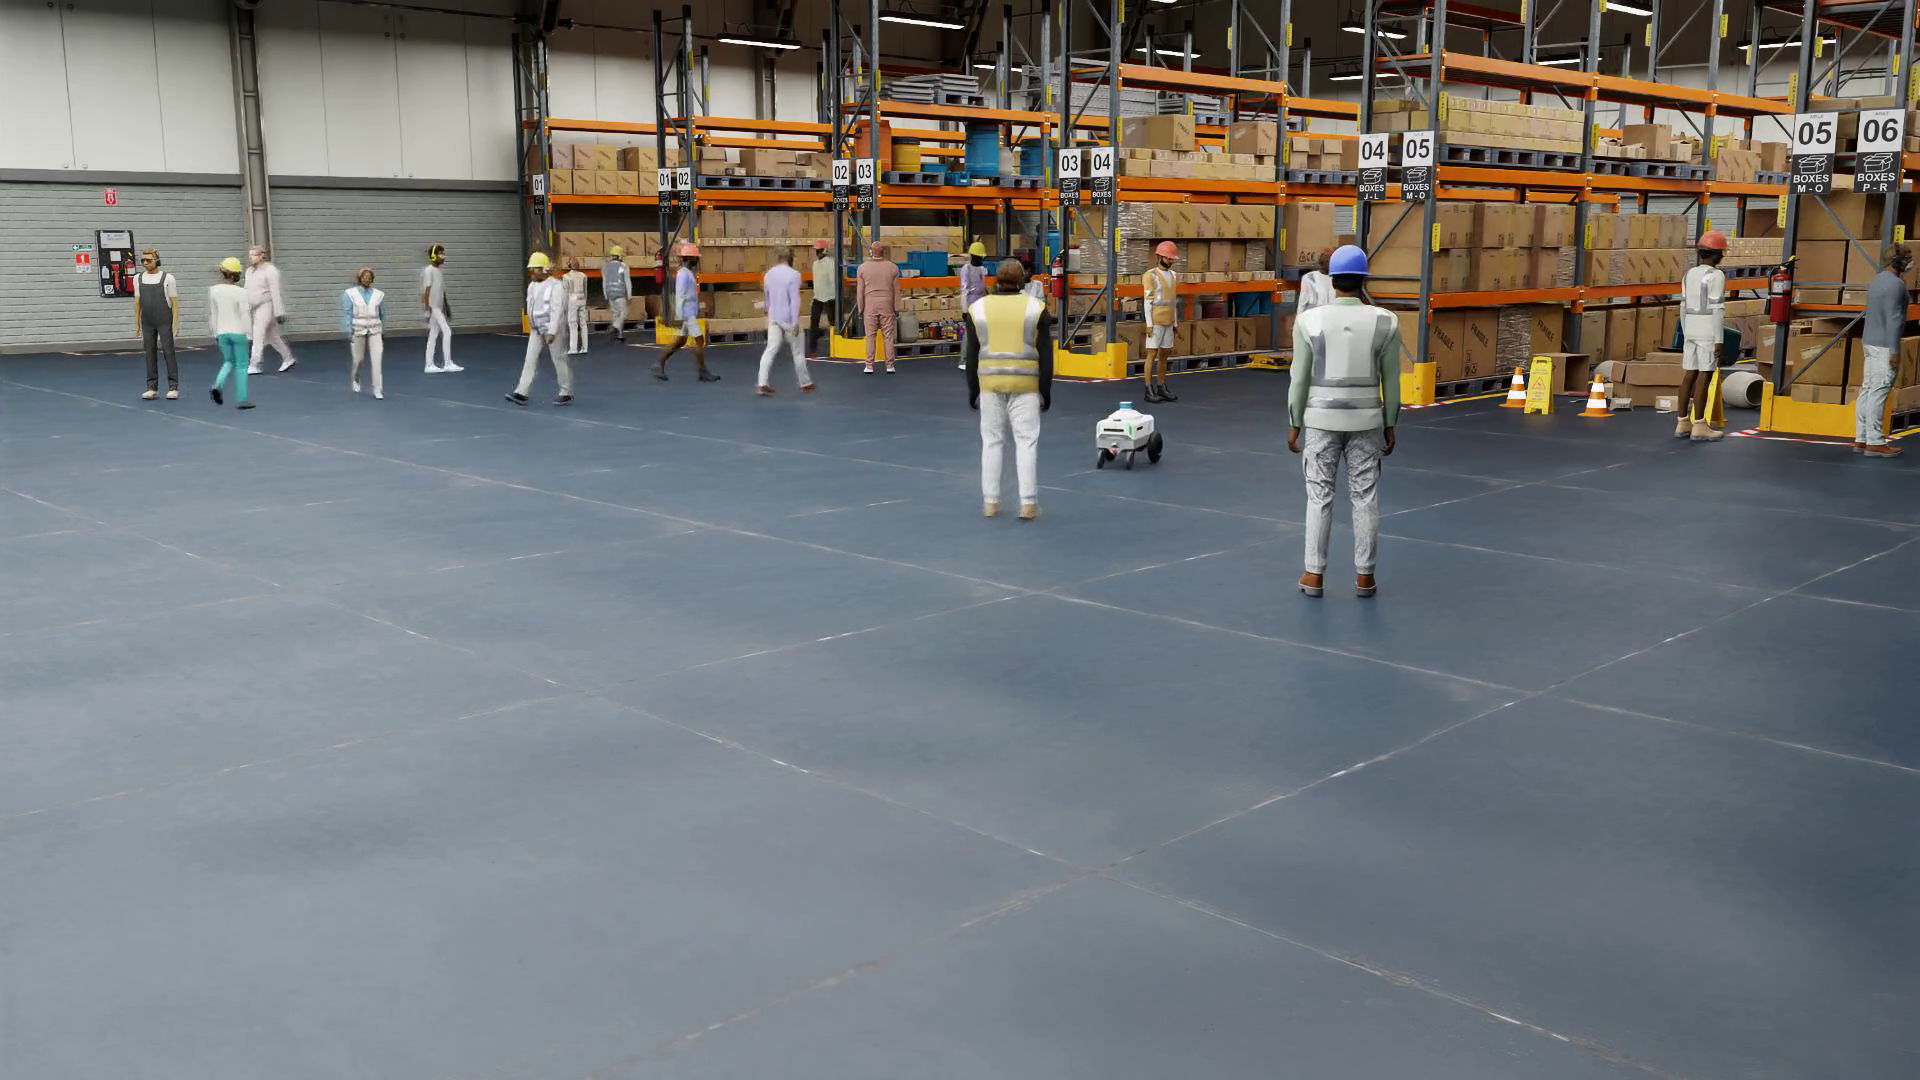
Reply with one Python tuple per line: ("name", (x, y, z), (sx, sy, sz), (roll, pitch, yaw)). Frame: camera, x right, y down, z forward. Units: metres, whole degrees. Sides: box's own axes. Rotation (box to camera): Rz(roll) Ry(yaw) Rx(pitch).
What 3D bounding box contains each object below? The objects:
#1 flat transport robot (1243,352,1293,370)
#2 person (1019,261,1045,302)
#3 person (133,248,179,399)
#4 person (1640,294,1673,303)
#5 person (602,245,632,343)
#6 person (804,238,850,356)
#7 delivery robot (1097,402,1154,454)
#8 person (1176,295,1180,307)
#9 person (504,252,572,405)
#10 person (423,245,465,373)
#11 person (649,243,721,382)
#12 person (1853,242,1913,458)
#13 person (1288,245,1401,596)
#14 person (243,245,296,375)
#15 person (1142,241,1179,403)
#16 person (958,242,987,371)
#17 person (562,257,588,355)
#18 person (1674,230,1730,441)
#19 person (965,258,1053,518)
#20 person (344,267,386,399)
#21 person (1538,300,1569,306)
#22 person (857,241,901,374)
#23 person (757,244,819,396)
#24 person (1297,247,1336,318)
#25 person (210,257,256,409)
("flat transport robot", (4.994, -2.733, 25.275), (1.431, 0.197, 0.652), (-10, 14, -43))
("person", (0.953, -3.201, 23.984), (0.523, 1.647, 0.861), (-3, 11, -17))
("person", (-9.870, -2.654, 20.431), (0.517, 1.844, 0.332), (-1, 10, -5))
("person", (12.773, -4.520, 30.577), (0.644, 1.875, 0.862), (5, 12, 27))
("person", (-6.402, -4.578, 31.020), (0.595, 1.815, 0.546), (4, 11, 19))
("person", (-2.232, -4.108, 28.061), (0.952, 1.965, 0.629), (-10, 14, -43))
("delivery robot", (1.460, -0.976, 14.664), (0.477, 0.478, 0.707), (4, 11, 22))
("person", (3.784, -4.373, 29.821), (0.448, 1.848, 0.511), (-9, 14, -42))
("person", (-4.944, -2.457, 19.509), (0.595, 1.792, 0.890), (7, 12, 33))
("person", (-7.535, -3.366, 24.300), (0.741, 1.844, 0.563), (0, 10, -2))
("person", (-3.837, -3.134, 22.933), (0.933, 1.904, 0.548), (-1, 10, -5))
("person", (8.462, -1.747, 15.230), (0.374, 1.941, 0.627), (2, 11, 13))
("person", (2.138, -0.661, 9.288), (0.616, 1.944, 0.398), (1, 10, 5))
("person", (-10.179, -3.379, 24.356), (0.643, 1.863, 0.981), (8, 13, 37))
("person", (2.457, -2.644, 20.142), (0.543, 1.933, 0.369), (-9, 14, -41))
("person", (0.225, -3.488, 24.834), (0.426, 1.903, 0.598), (6, 12, 29))
("person", (-6.488, -3.950, 28.061), (0.308, 1.642, 0.510), (7, 13, 35))
("person", (7.366, -2.020, 16.430), (0.376, 2.042, 0.615), (-2, 11, -8))
("person", (0.360, -1.085, 11.892), (0.629, 1.844, 0.429), (2, 11, 11))
("person", (-7.386, -2.581, 20.658), (0.505, 1.616, 0.704), (-6, 12, -28))
("person", (9.750, -3.808, 27.317), (0.529, 1.618, 0.332), (7, 13, 35))
("person", (-1.186, -3.382, 24.224), (0.646, 1.913, 0.409), (-2, 11, -9))
("person", (-2.212, -2.755, 20.885), (0.648, 1.889, 1.014), (8, 13, 37))
("person", (4.363, -2.587, 20.019), (0.583, 1.864, 0.399), (-2, 11, -11))
("person", (-8.418, -2.383, 19.211), (0.537, 1.746, 0.433), (3, 11, 15))
